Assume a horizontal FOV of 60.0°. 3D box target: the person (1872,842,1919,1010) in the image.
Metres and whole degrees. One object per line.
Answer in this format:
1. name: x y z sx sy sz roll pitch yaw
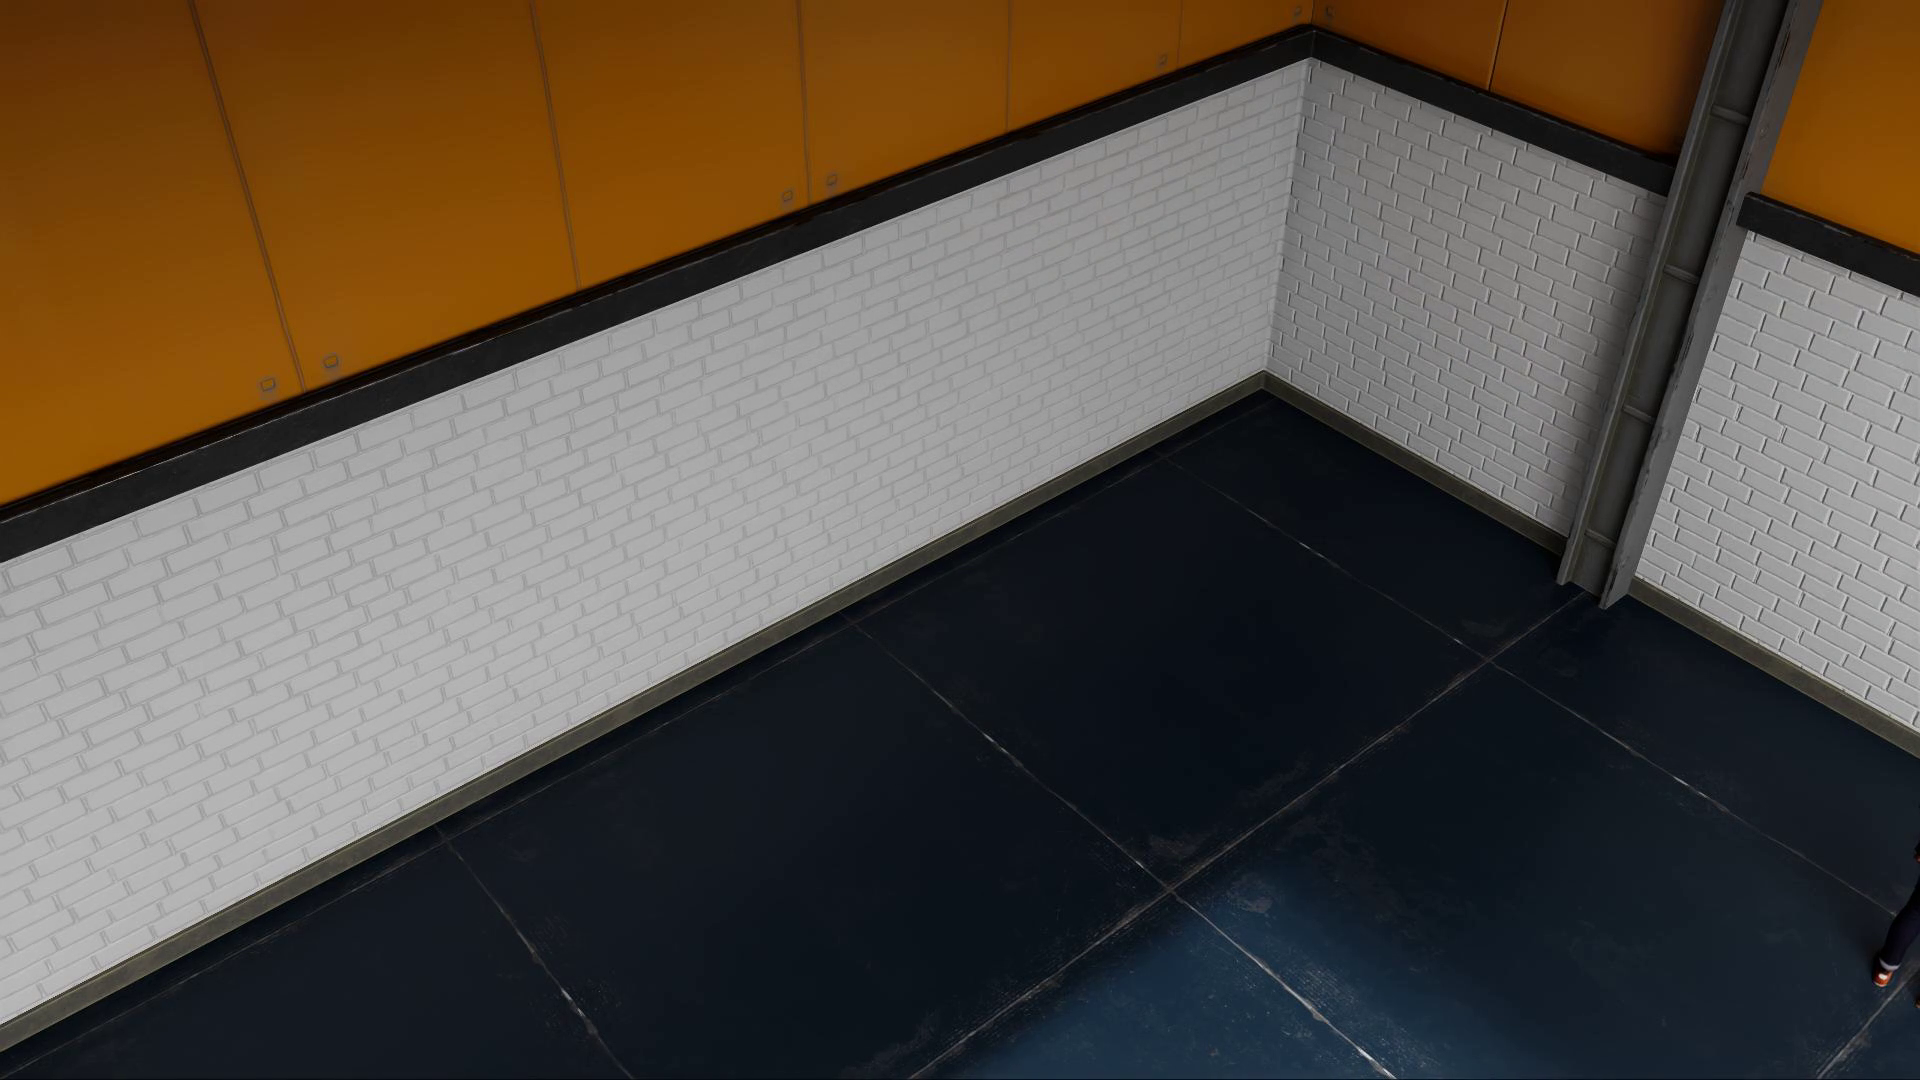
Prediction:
1. person: 5.114 1.684 8.434 0.770 1.818 0.546 -32 48 -34
